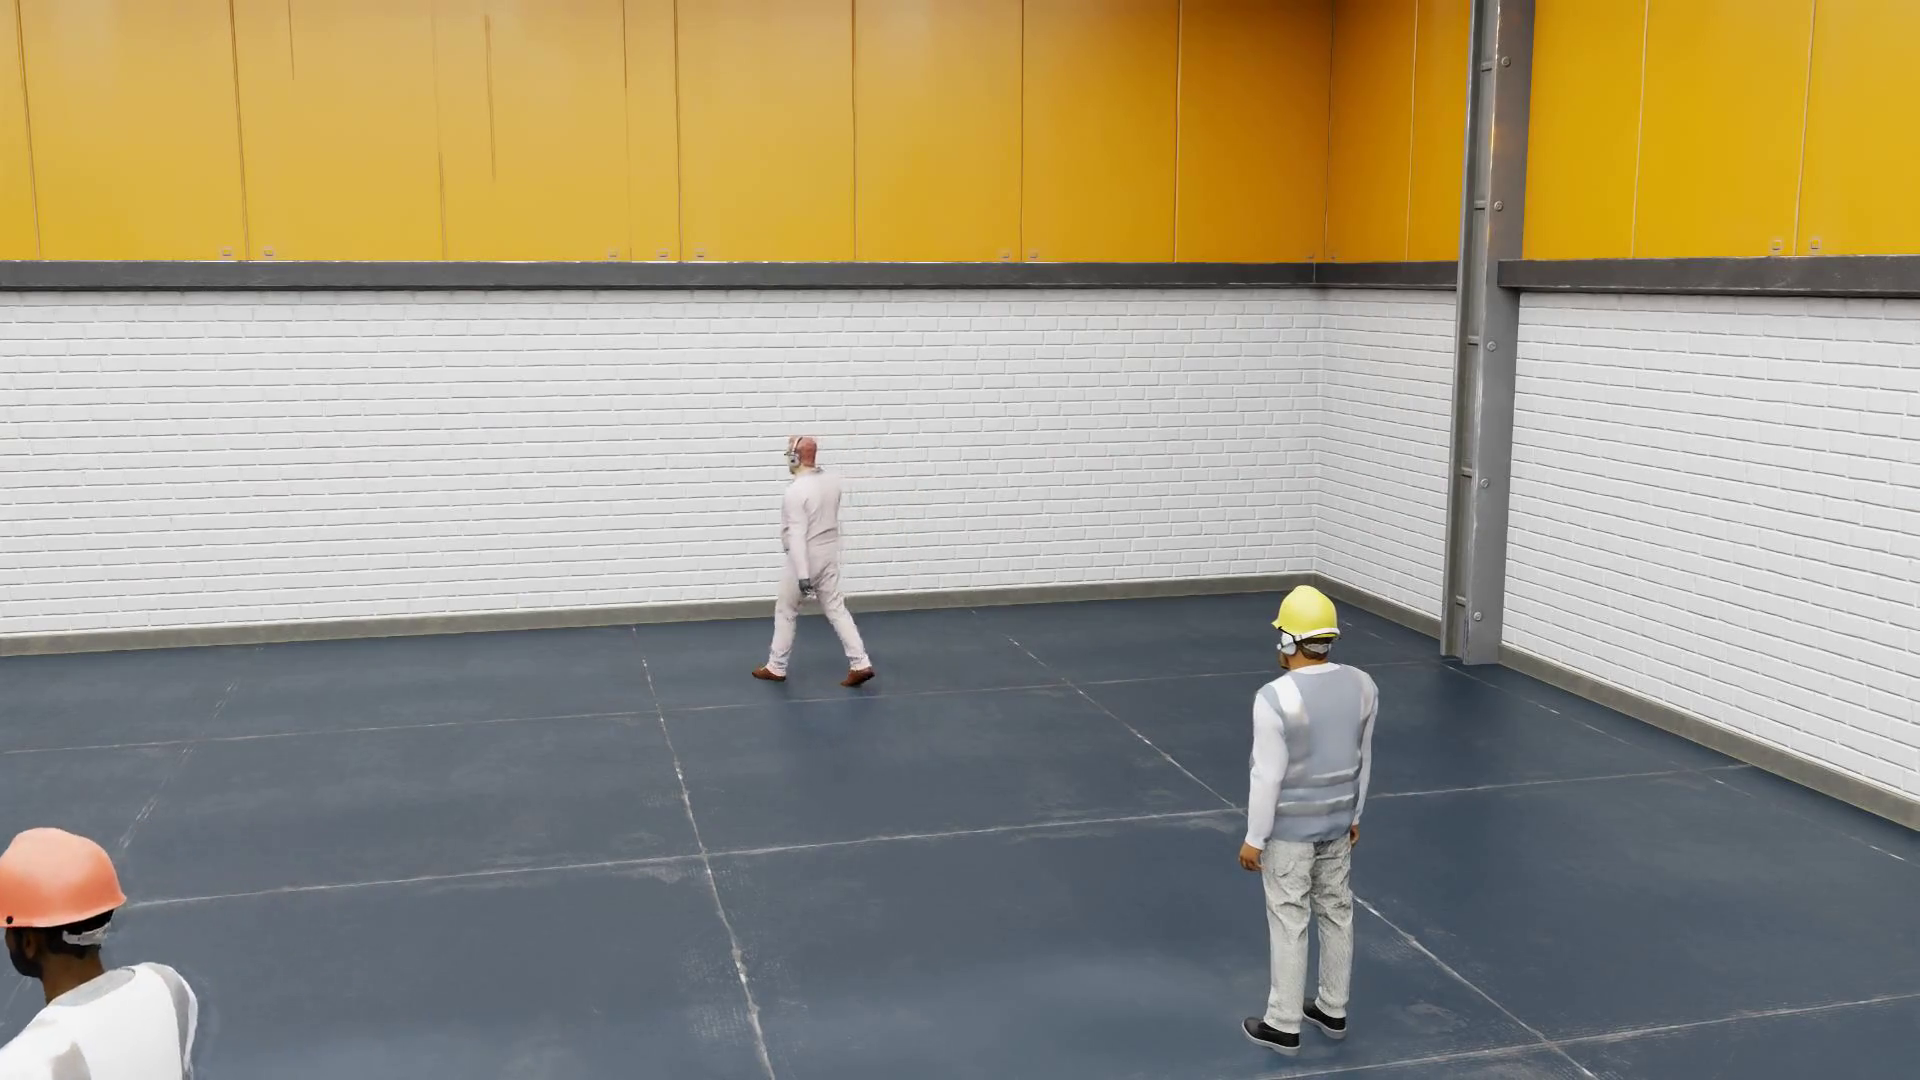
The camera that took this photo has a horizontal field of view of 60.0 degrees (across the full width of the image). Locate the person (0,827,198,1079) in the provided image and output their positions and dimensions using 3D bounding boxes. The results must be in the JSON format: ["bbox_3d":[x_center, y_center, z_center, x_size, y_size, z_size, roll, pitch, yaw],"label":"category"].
[{"bbox_3d":[-1.807,1.533,3.572,1.010,1.886,0.556,3,10,17],"label":"person"}]

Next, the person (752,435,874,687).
[{"bbox_3d":[-1.066,0.160,12.209,0.988,1.867,0.637,6,11,32],"label":"person"}]

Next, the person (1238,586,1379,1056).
[{"bbox_3d":[1.335,1.085,6.491,0.586,1.835,0.403,-5,11,-30],"label":"person"}]
